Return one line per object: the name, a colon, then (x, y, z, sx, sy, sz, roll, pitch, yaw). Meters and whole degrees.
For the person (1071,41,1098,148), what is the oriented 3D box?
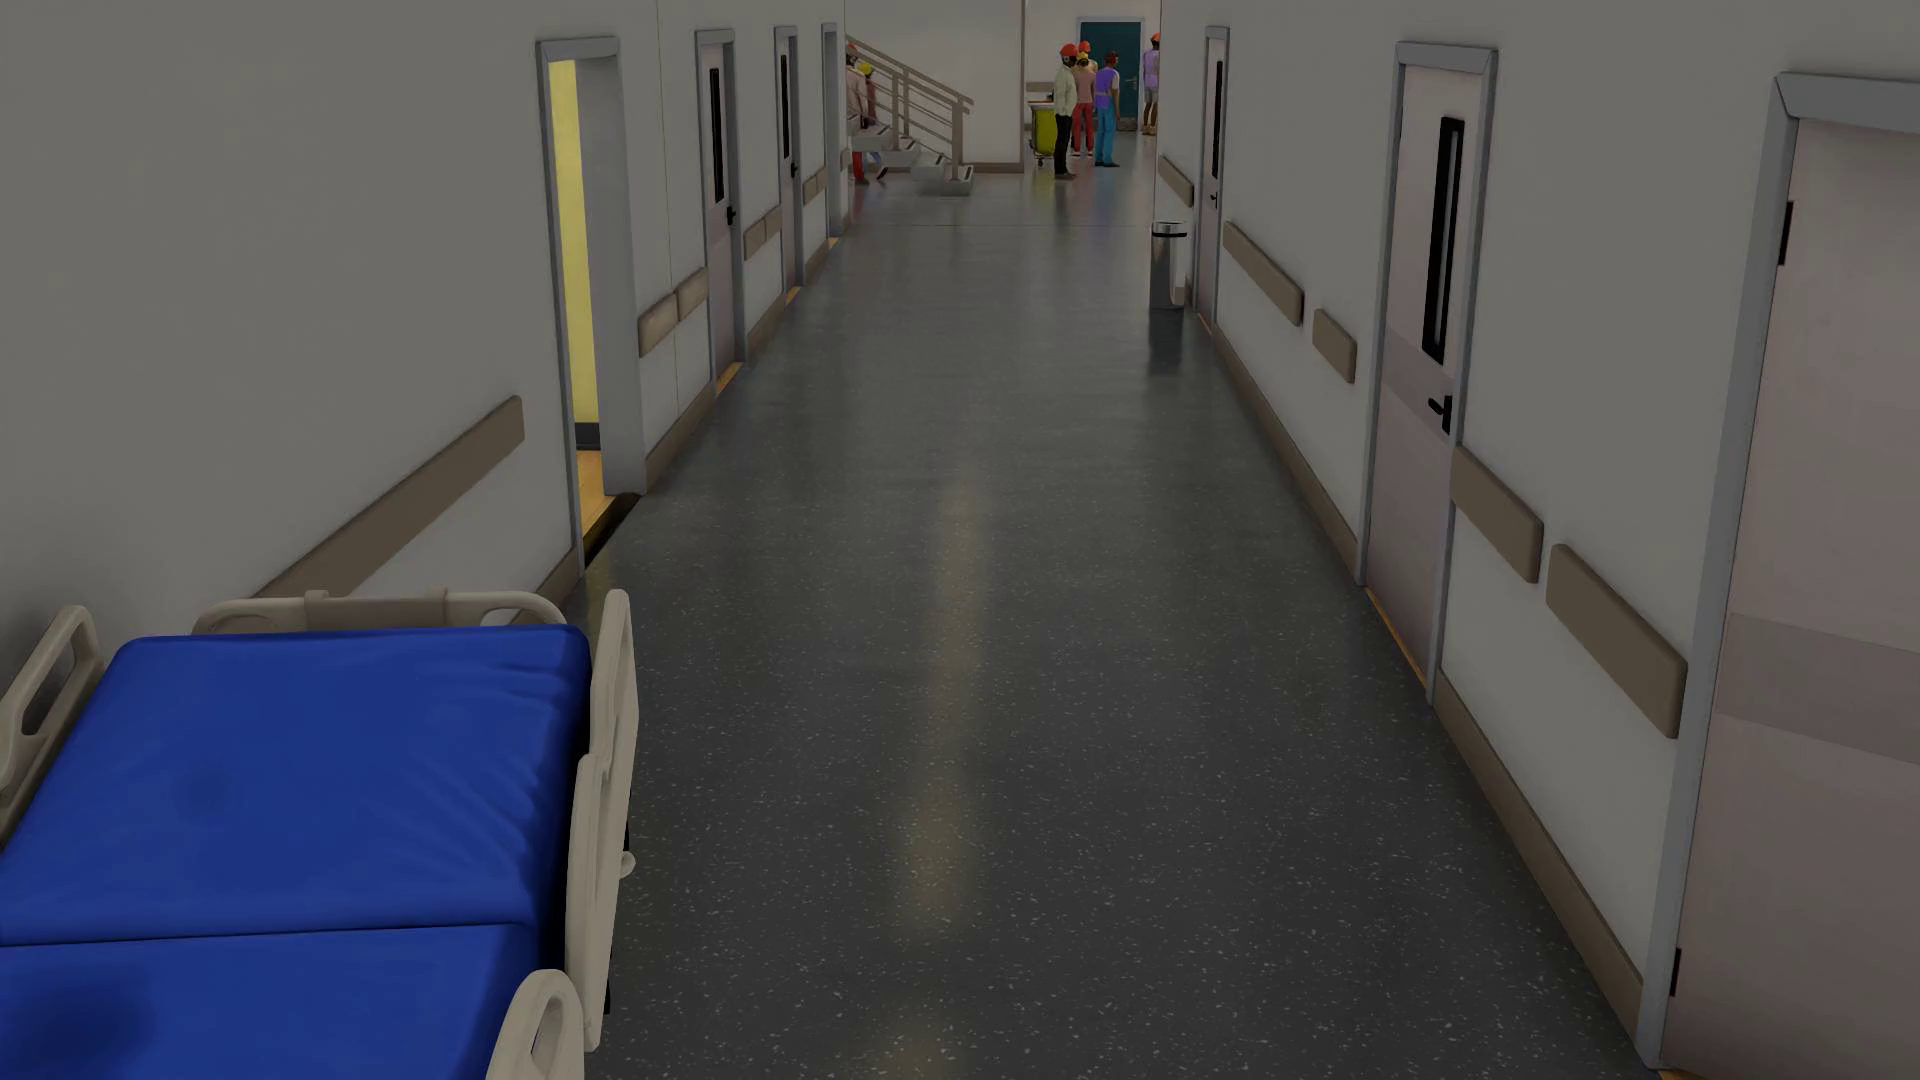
person: (2.280, -8.237, 30.776, 0.541, 1.928, 0.398, -2, 18, -6)

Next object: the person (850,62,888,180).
person: (-1.364, -6.217, 24.749, 0.558, 1.725, 0.580, 3, 18, 10)

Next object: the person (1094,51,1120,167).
person: (2.378, -6.972, 26.941, 0.376, 1.836, 0.566, -10, 20, -29)

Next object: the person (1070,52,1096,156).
person: (2.125, -7.597, 29.016, 0.528, 1.767, 0.330, -5, 18, -15)

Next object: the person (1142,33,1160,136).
person: (3.958, -9.234, 33.744, 0.407, 2.028, 0.612, -11, 21, -32)

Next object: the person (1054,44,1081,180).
person: (1.593, -6.387, 24.863, 0.406, 1.986, 0.607, 4, 18, 14)
